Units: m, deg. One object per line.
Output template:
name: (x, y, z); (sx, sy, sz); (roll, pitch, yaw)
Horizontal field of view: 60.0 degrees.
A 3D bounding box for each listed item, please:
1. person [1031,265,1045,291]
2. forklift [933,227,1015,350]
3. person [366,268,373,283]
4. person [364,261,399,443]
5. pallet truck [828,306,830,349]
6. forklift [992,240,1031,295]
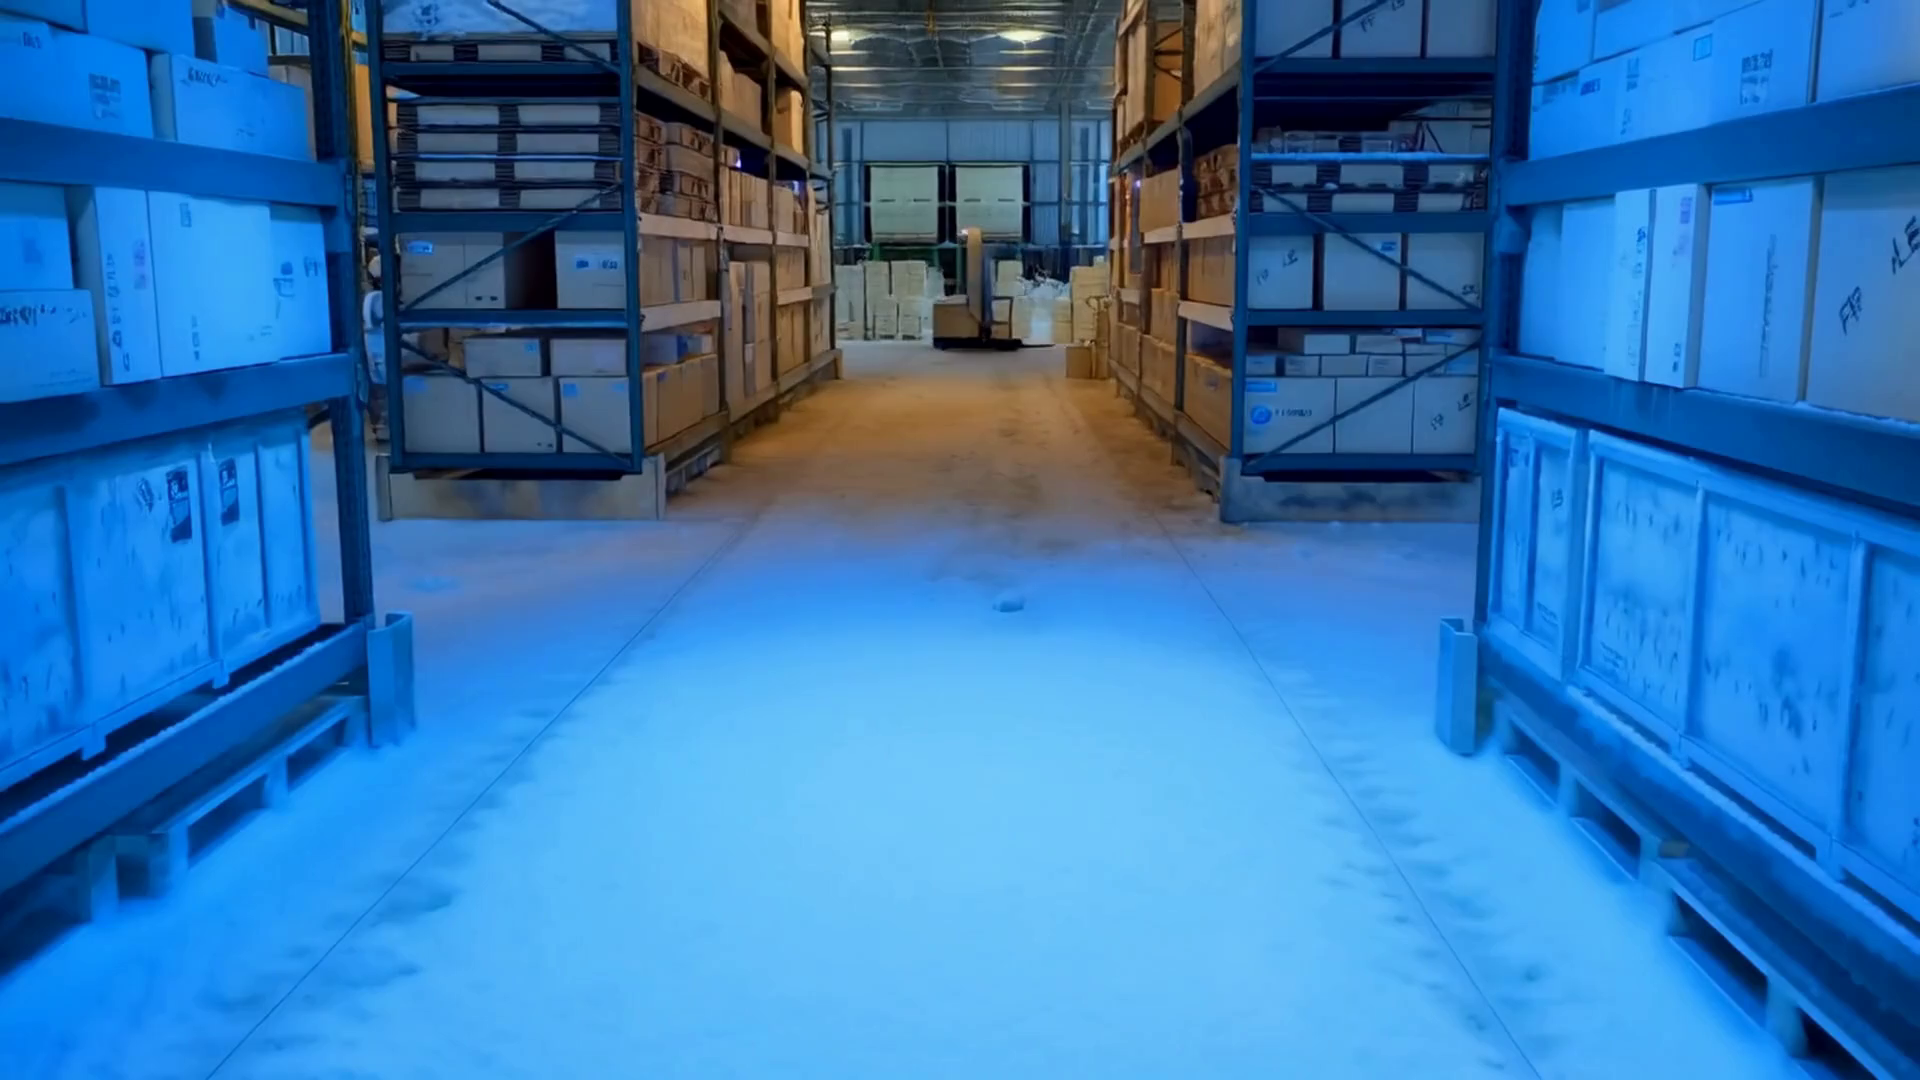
person: (2.487, -7.654, 52.256); (0.369, 1.929, 0.542); (9, 13, 44)
forklift: (0.319, -5.795, 38.275); (1.873, 2.768, 1.129); (0, 9, 1)
person: (-21.646, -9.095, 61.135); (0.345, 1.847, 0.506); (-1, 10, -8)
person: (-6.497, -2.123, 18.782); (0.395, 2.042, 0.611); (-6, 11, -33)
pallet truck: (-3.100, -3.940, 29.800); (1.885, 1.965, 0.823); (3, 10, 19)
forklift: (1.563, -9.360, 59.630); (1.873, 2.768, 1.129); (-8, 12, -40)
